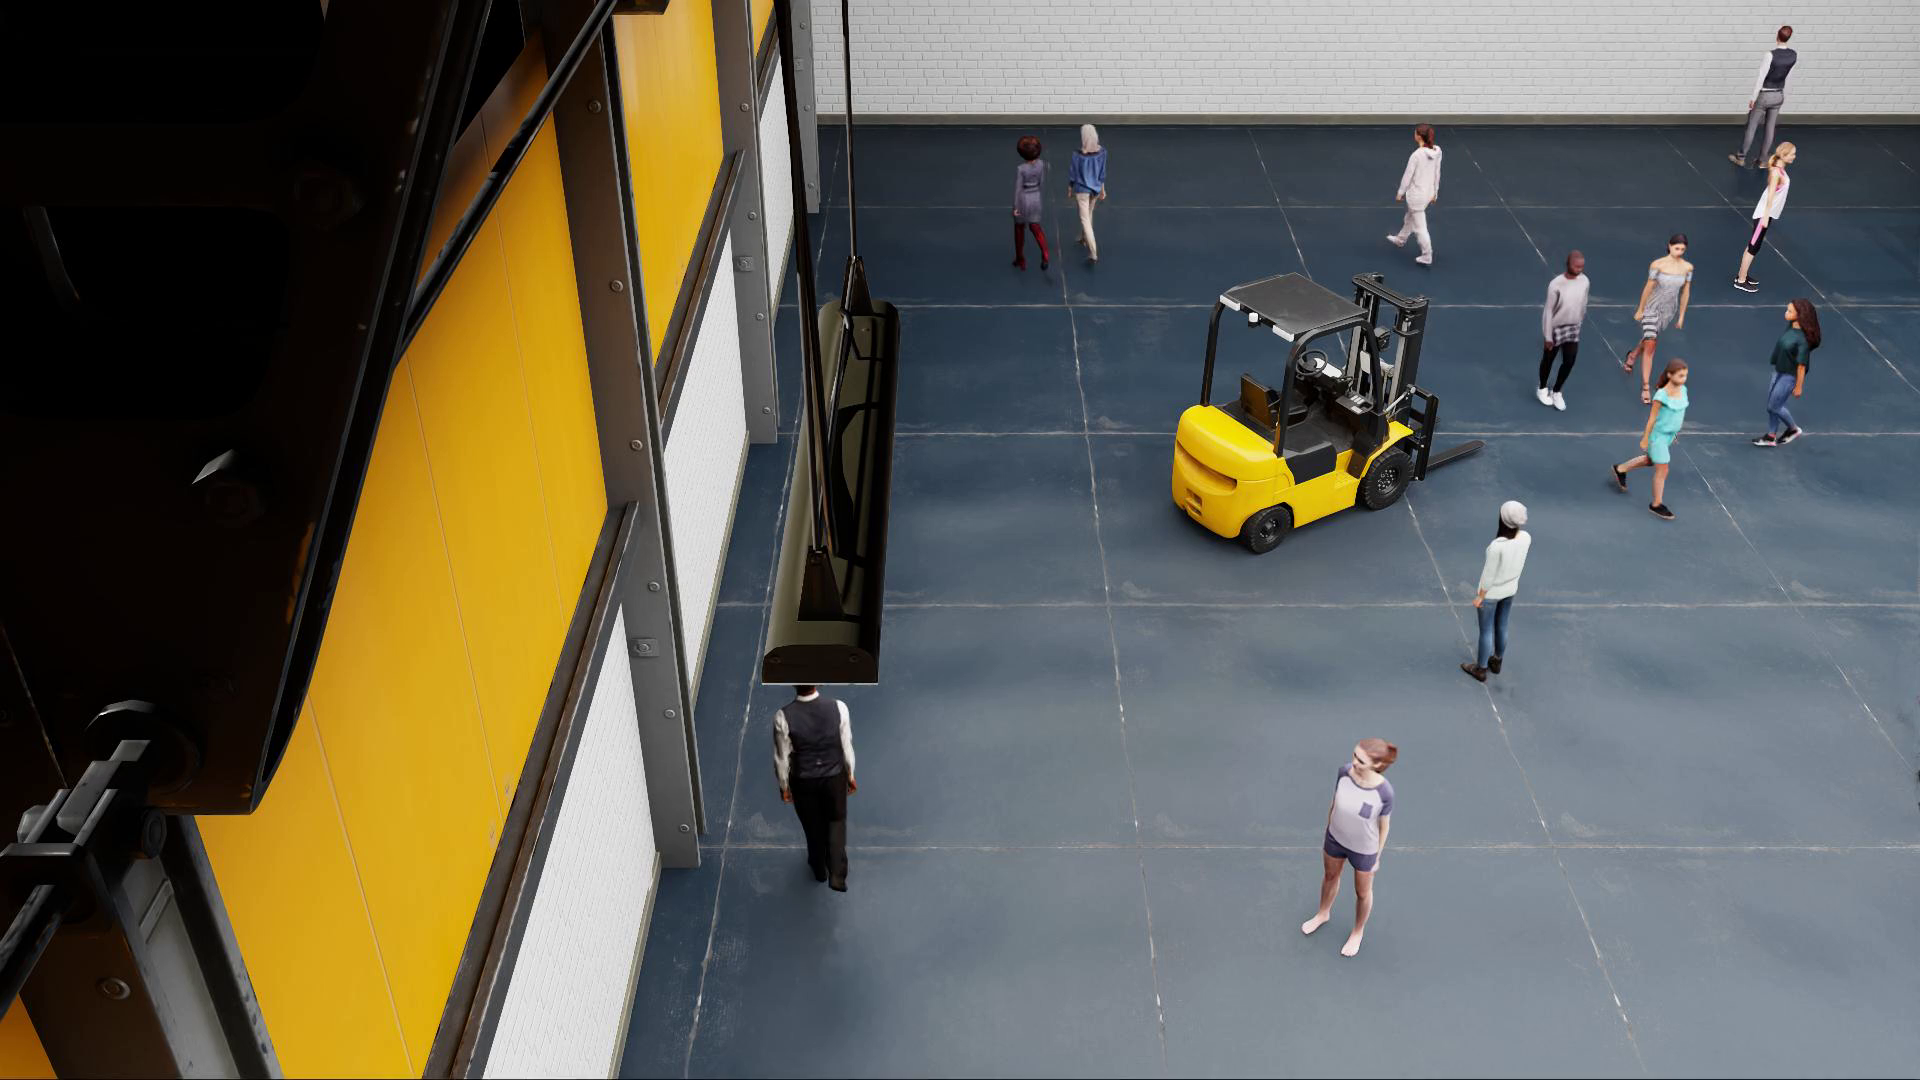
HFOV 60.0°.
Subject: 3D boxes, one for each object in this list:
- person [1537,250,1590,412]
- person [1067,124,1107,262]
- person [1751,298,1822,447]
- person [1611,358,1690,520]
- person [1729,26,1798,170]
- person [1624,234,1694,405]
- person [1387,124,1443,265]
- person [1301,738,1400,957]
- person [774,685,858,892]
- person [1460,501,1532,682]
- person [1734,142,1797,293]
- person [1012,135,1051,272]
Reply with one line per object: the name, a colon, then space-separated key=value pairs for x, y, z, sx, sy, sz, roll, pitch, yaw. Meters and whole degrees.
person: x=6.148 y=-2.218 z=17.148 sx=0.694 sy=1.755 sz=0.708 roll=-6 pitch=34 yaw=-9
person: x=1.567 y=-4.183 z=20.188 sx=0.912 sy=1.663 sz=1.168 roll=-10 pitch=35 yaw=-15
person: x=8.225 y=-1.614 z=16.380 sx=0.678 sy=1.600 sz=0.629 roll=2 pitch=34 yaw=3
person: x=6.491 y=-1.008 z=15.528 sx=0.895 sy=1.533 sz=1.100 roll=-18 pitch=38 yaw=-26
person: x=11.091 y=-6.048 z=22.746 sx=0.702 sy=1.937 sz=0.716 roll=-3 pitch=34 yaw=-5
person: x=7.279 y=-2.389 z=17.390 sx=0.604 sy=1.773 sz=1.097 roll=1 pitch=34 yaw=2
person: x=5.636 y=-4.147 z=20.153 sx=1.016 sy=1.641 sz=1.182 roll=-20 pitch=39 yaw=-27
person: x=2.577 y=1.964 z=10.847 sx=0.667 sy=1.765 sz=0.724 roll=28 pitch=43 yaw=35
person: x=-0.946 y=1.657 z=11.183 sx=0.802 sy=1.904 sz=0.980 roll=-5 pitch=34 yaw=-8
person: x=4.312 y=0.392 z=13.320 sx=0.643 sy=1.647 sz=0.638 roll=-17 pitch=37 yaw=-24
person: x=9.445 y=-3.810 z=19.515 sx=0.744 sy=1.787 sz=0.627 roll=17 pitch=37 yaw=24
person: x=0.867 y=-3.957 z=19.823 sx=0.866 sy=1.690 sz=1.022 roll=-18 pitch=38 yaw=-25
